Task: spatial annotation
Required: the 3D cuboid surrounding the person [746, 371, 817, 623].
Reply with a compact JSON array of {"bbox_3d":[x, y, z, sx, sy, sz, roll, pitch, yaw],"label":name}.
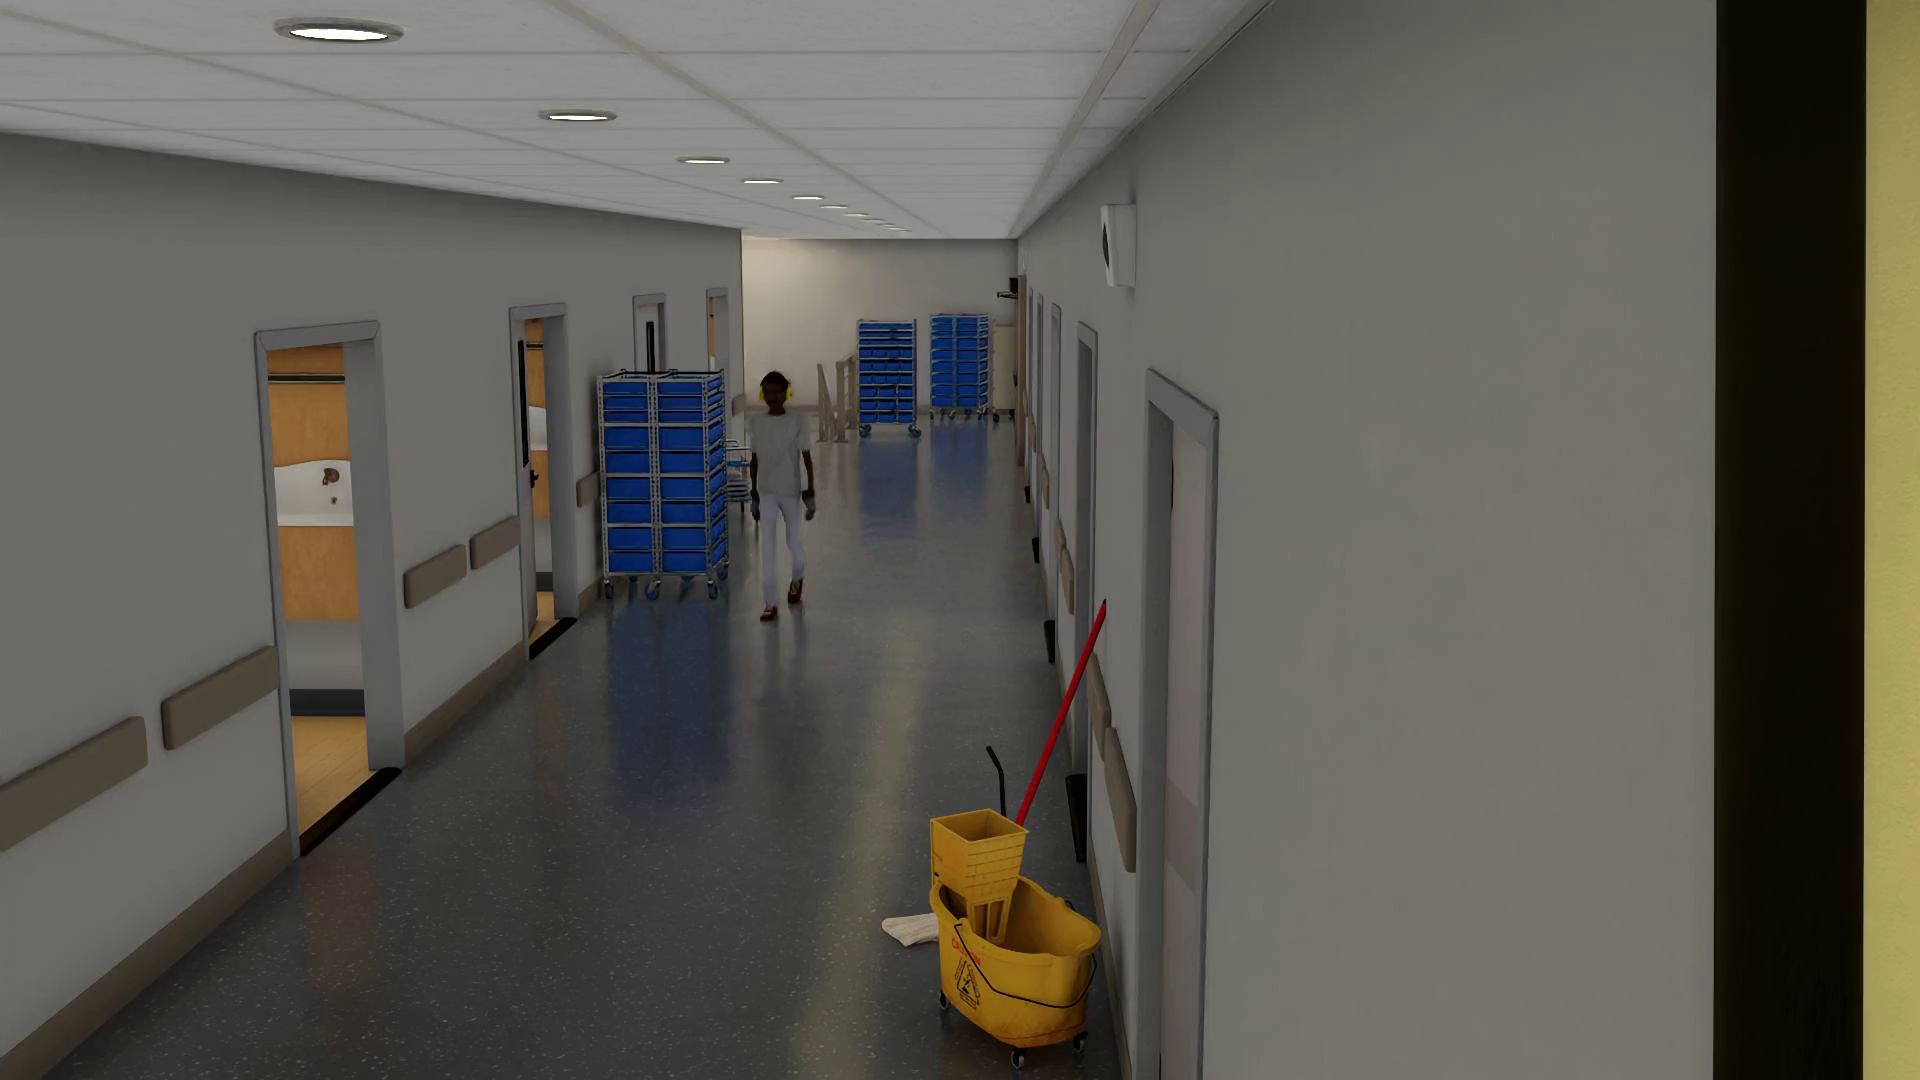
[{"bbox_3d":[-1.318,-0.355,12.440,0.527,1.836,0.892,1,10,5],"label":"person"}]
